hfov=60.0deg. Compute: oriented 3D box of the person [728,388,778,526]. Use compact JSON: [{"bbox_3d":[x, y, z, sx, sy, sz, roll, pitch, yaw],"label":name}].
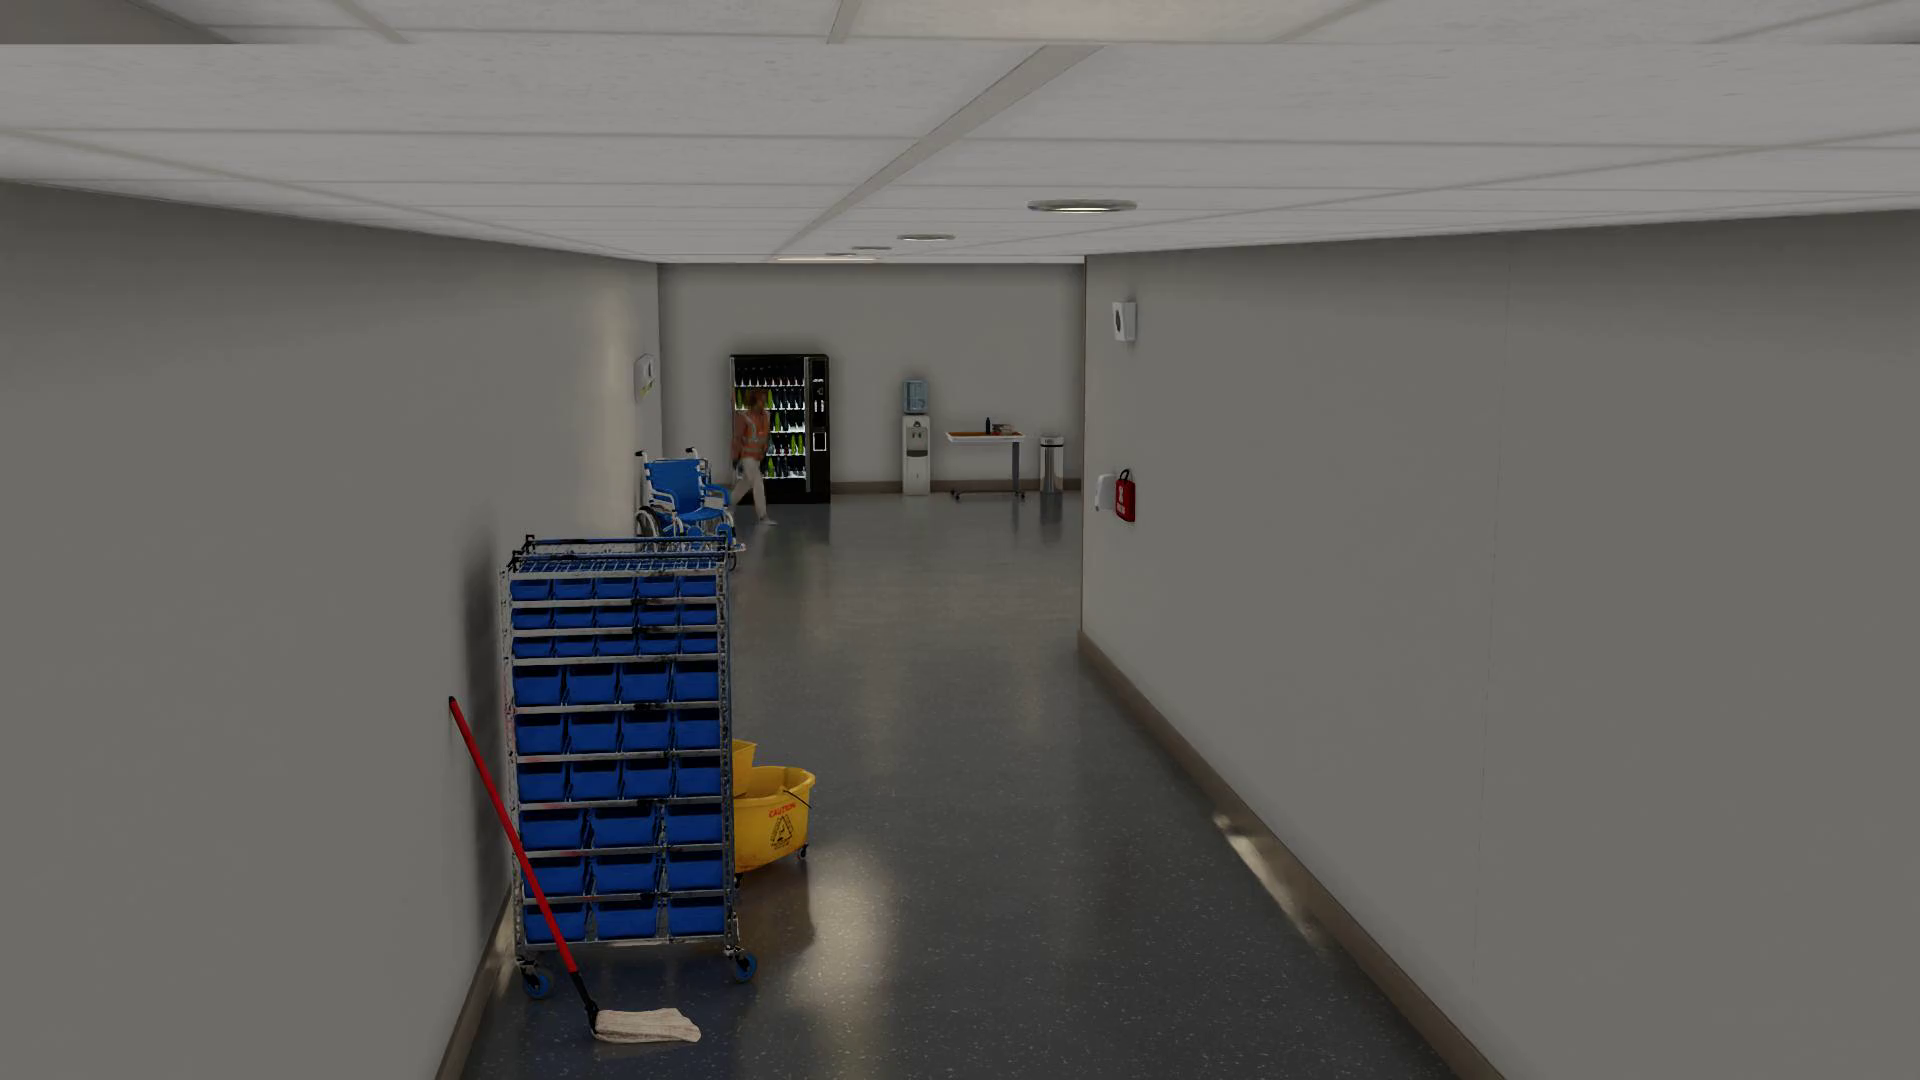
[{"bbox_3d":[-2.476,-0.974,19.201,0.821,1.590,0.518,5,10,29],"label":"person"}]
